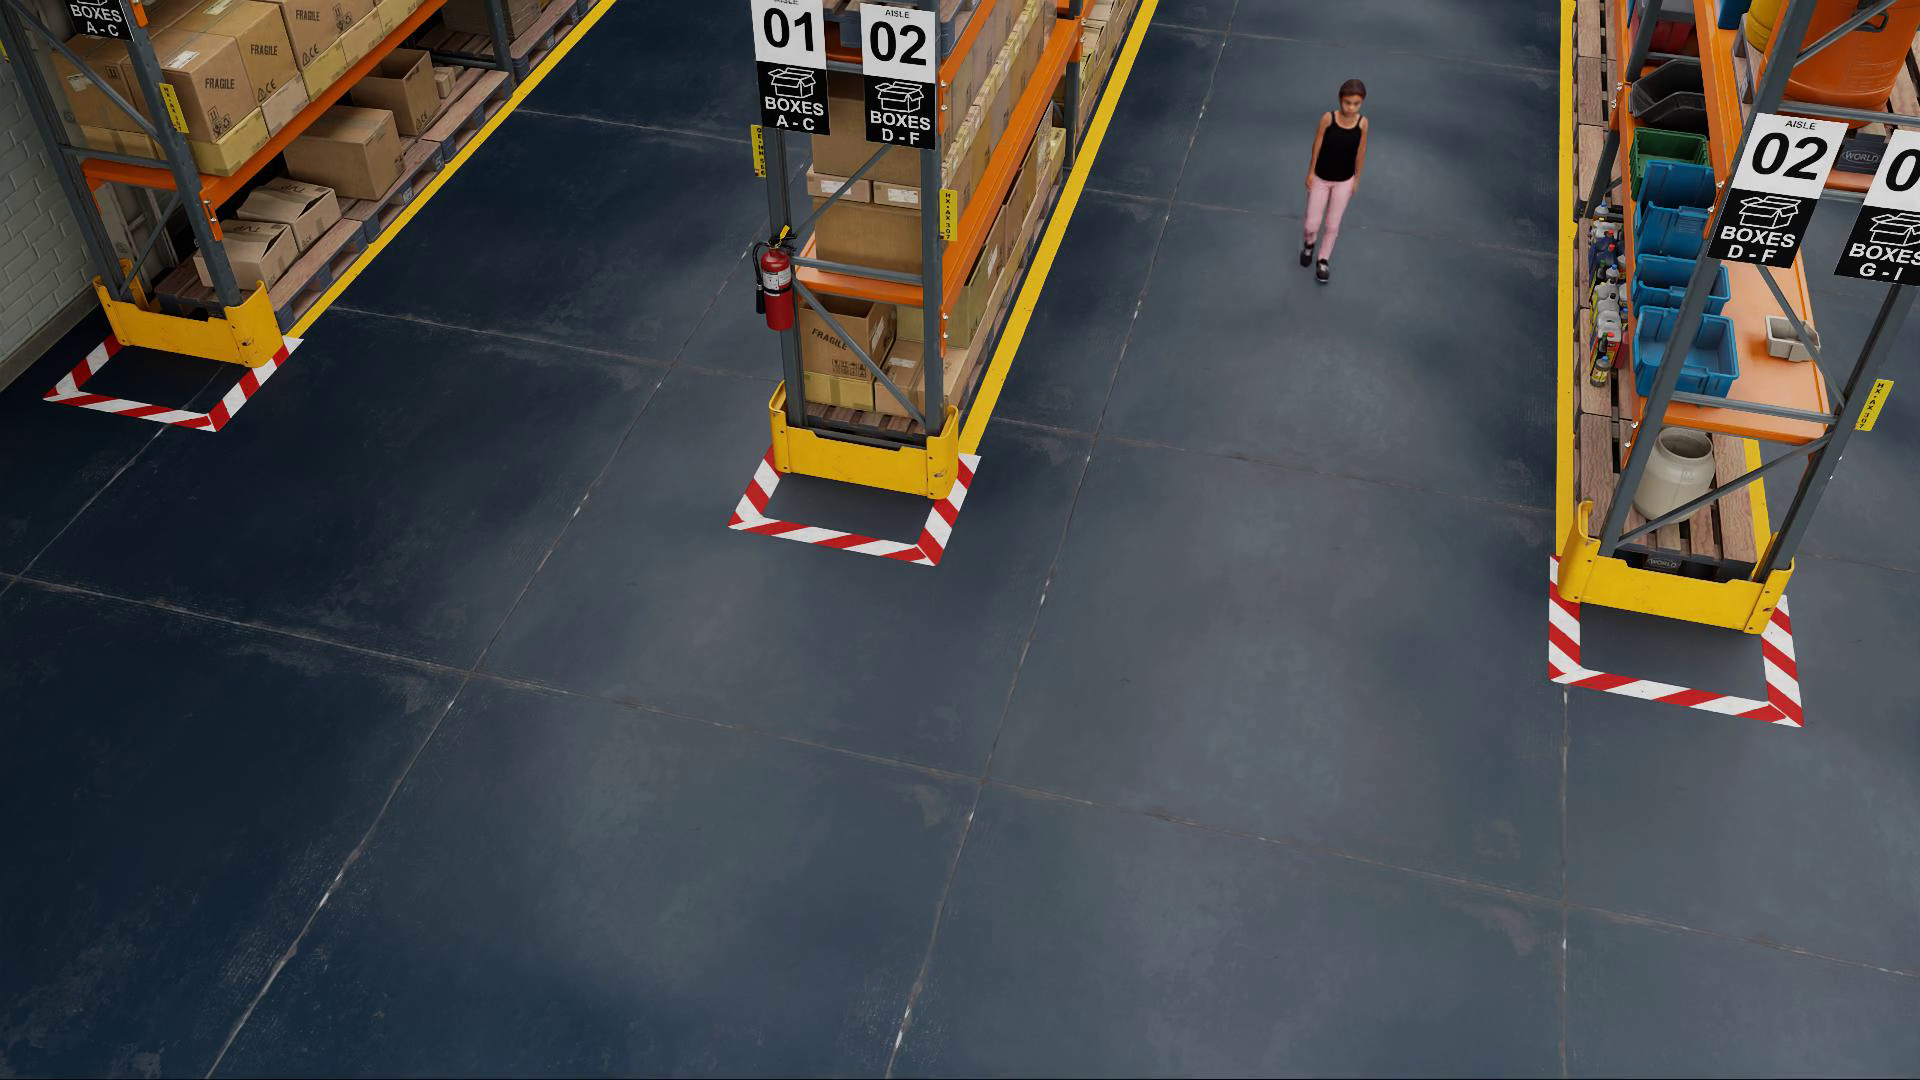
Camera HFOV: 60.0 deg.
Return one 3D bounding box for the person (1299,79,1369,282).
[{"bbox_3d":[2.659,-2.609,11.897,0.588,1.555,0.653,3,43,3],"label":"person"}]
